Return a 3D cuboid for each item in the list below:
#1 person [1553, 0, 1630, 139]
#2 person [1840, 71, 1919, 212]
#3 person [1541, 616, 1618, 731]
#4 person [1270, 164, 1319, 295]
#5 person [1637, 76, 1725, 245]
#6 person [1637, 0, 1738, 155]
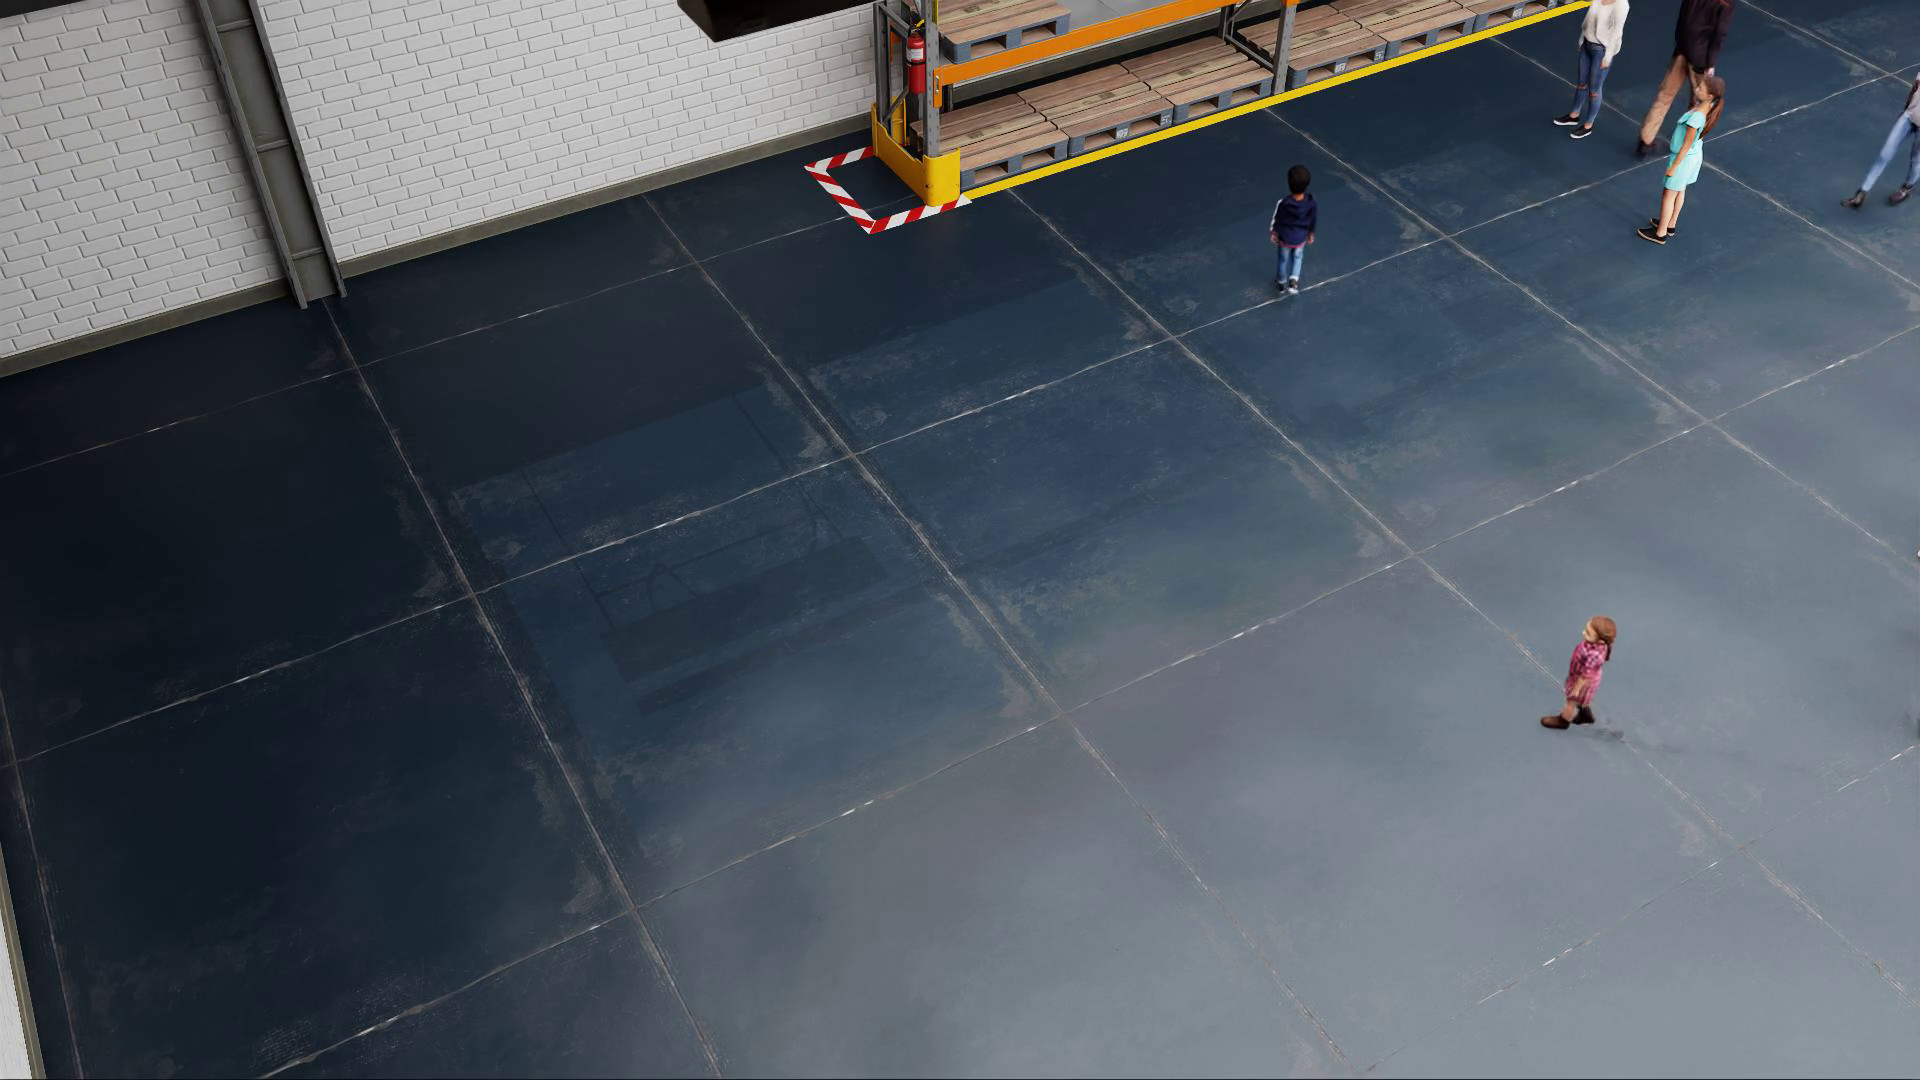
[{"bbox_3d":[6.017,-4.619,15.692,0.628,1.689,0.669,-12,45,-12],"label":"person"},{"bbox_3d":[8.541,-3.682,14.712,1.084,1.684,0.634,-19,47,-19],"label":"person"},{"bbox_3d":[3.955,0.853,10.434,0.631,1.019,0.576,14,45,15],"label":"person"},{"bbox_3d":[2.781,-2.545,13.856,0.644,1.219,0.710,0,44,0],"label":"person"},{"bbox_3d":[6.275,-3.304,14.407,0.547,1.557,0.661,-34,53,-30],"label":"person"},{"bbox_3d":[6.715,-4.434,15.361,1.244,1.878,0.819,-27,50,-26],"label":"person"}]
